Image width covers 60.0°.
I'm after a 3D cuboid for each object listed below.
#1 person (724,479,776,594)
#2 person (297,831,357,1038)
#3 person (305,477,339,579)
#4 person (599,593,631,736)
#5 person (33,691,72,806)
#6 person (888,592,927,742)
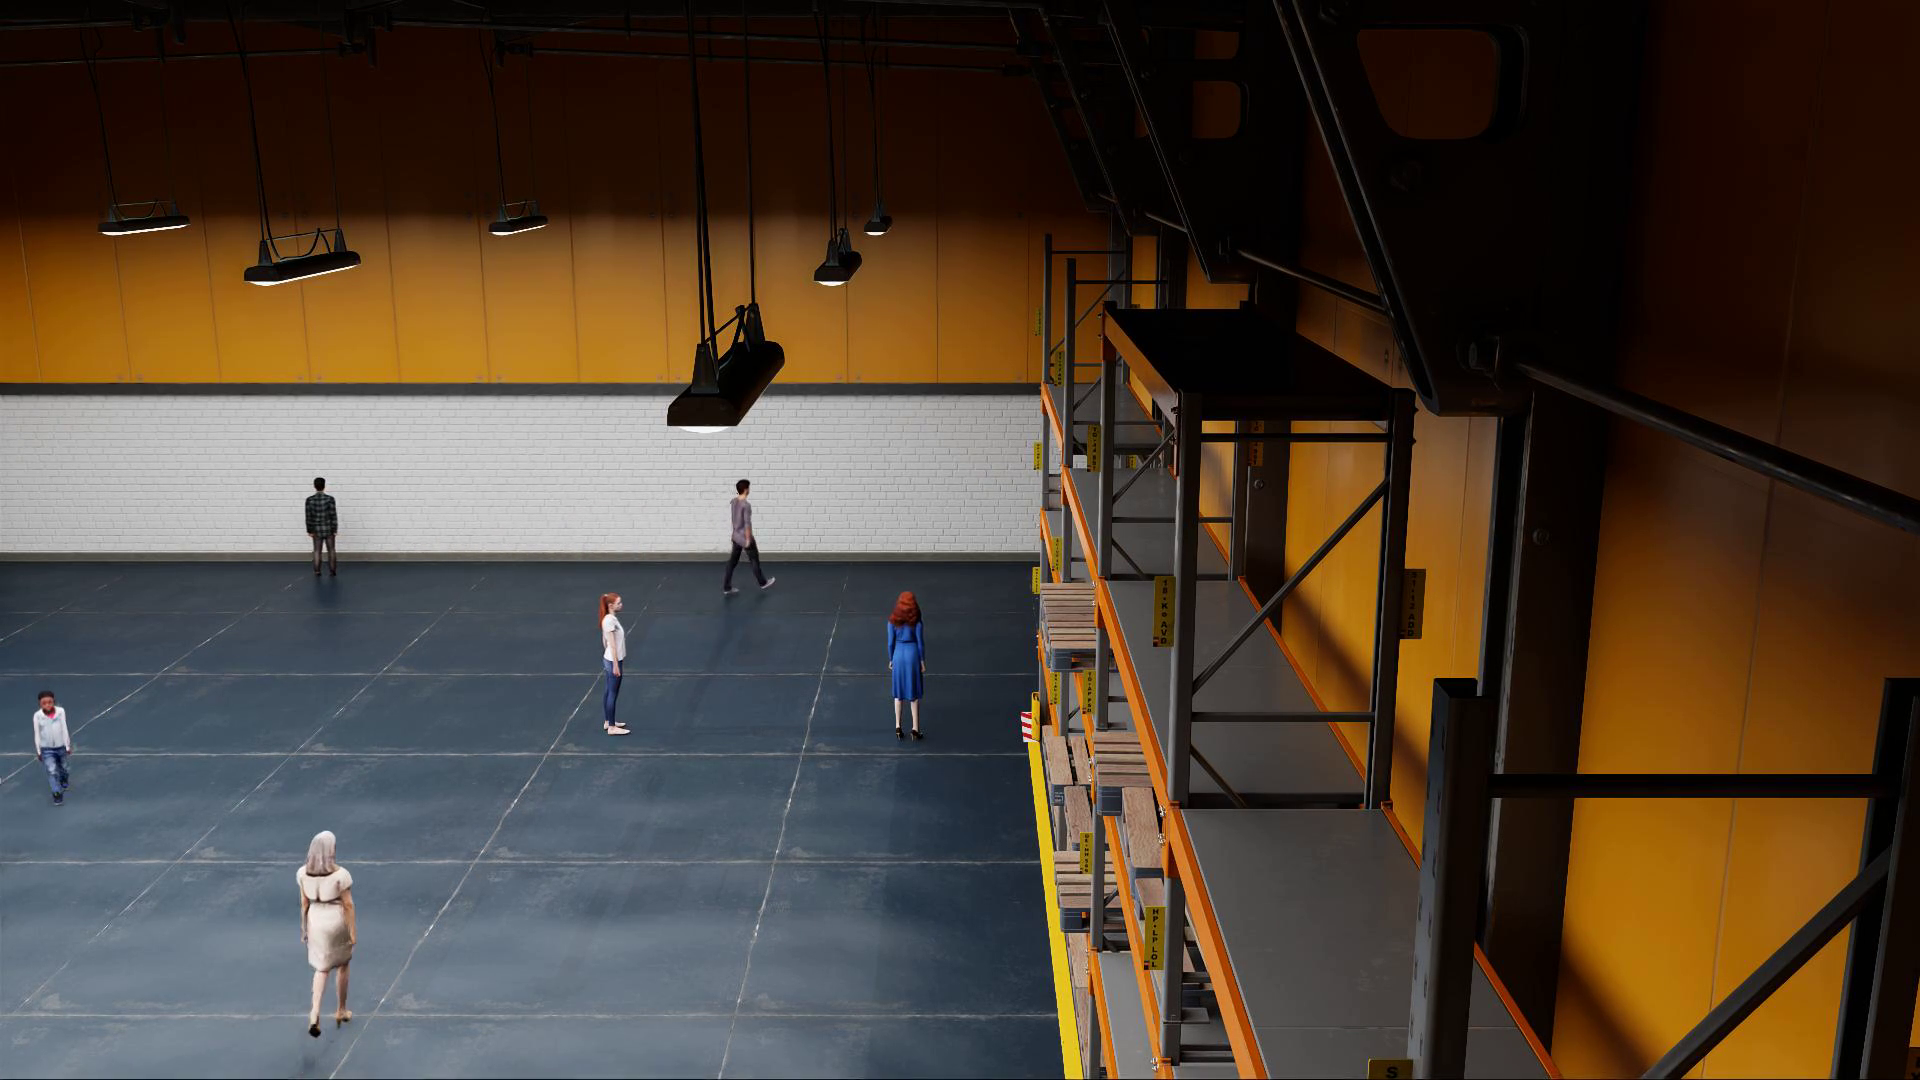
[{"bbox_3d":[-3.503,-0.016,26.207,1.219,1.808,1.172,-13,19,-42],"label":"person"},{"bbox_3d":[-5.049,3.174,13.223,0.612,1.719,0.905,0,14,2],"label":"person"},{"bbox_3d":[-10.508,-0.189,27.387,0.704,1.705,0.597,-3,14,-11],"label":"person"},{"bbox_3d":[-4.221,1.485,20.161,0.698,1.737,0.566,-5,14,-19],"label":"person"},{"bbox_3d":[-9.888,2.228,18.137,0.727,1.244,0.861,-8,16,-31],"label":"person"},{"bbox_3d":[-0.641,1.508,19.876,0.677,1.827,0.664,4,14,16],"label":"person"}]
